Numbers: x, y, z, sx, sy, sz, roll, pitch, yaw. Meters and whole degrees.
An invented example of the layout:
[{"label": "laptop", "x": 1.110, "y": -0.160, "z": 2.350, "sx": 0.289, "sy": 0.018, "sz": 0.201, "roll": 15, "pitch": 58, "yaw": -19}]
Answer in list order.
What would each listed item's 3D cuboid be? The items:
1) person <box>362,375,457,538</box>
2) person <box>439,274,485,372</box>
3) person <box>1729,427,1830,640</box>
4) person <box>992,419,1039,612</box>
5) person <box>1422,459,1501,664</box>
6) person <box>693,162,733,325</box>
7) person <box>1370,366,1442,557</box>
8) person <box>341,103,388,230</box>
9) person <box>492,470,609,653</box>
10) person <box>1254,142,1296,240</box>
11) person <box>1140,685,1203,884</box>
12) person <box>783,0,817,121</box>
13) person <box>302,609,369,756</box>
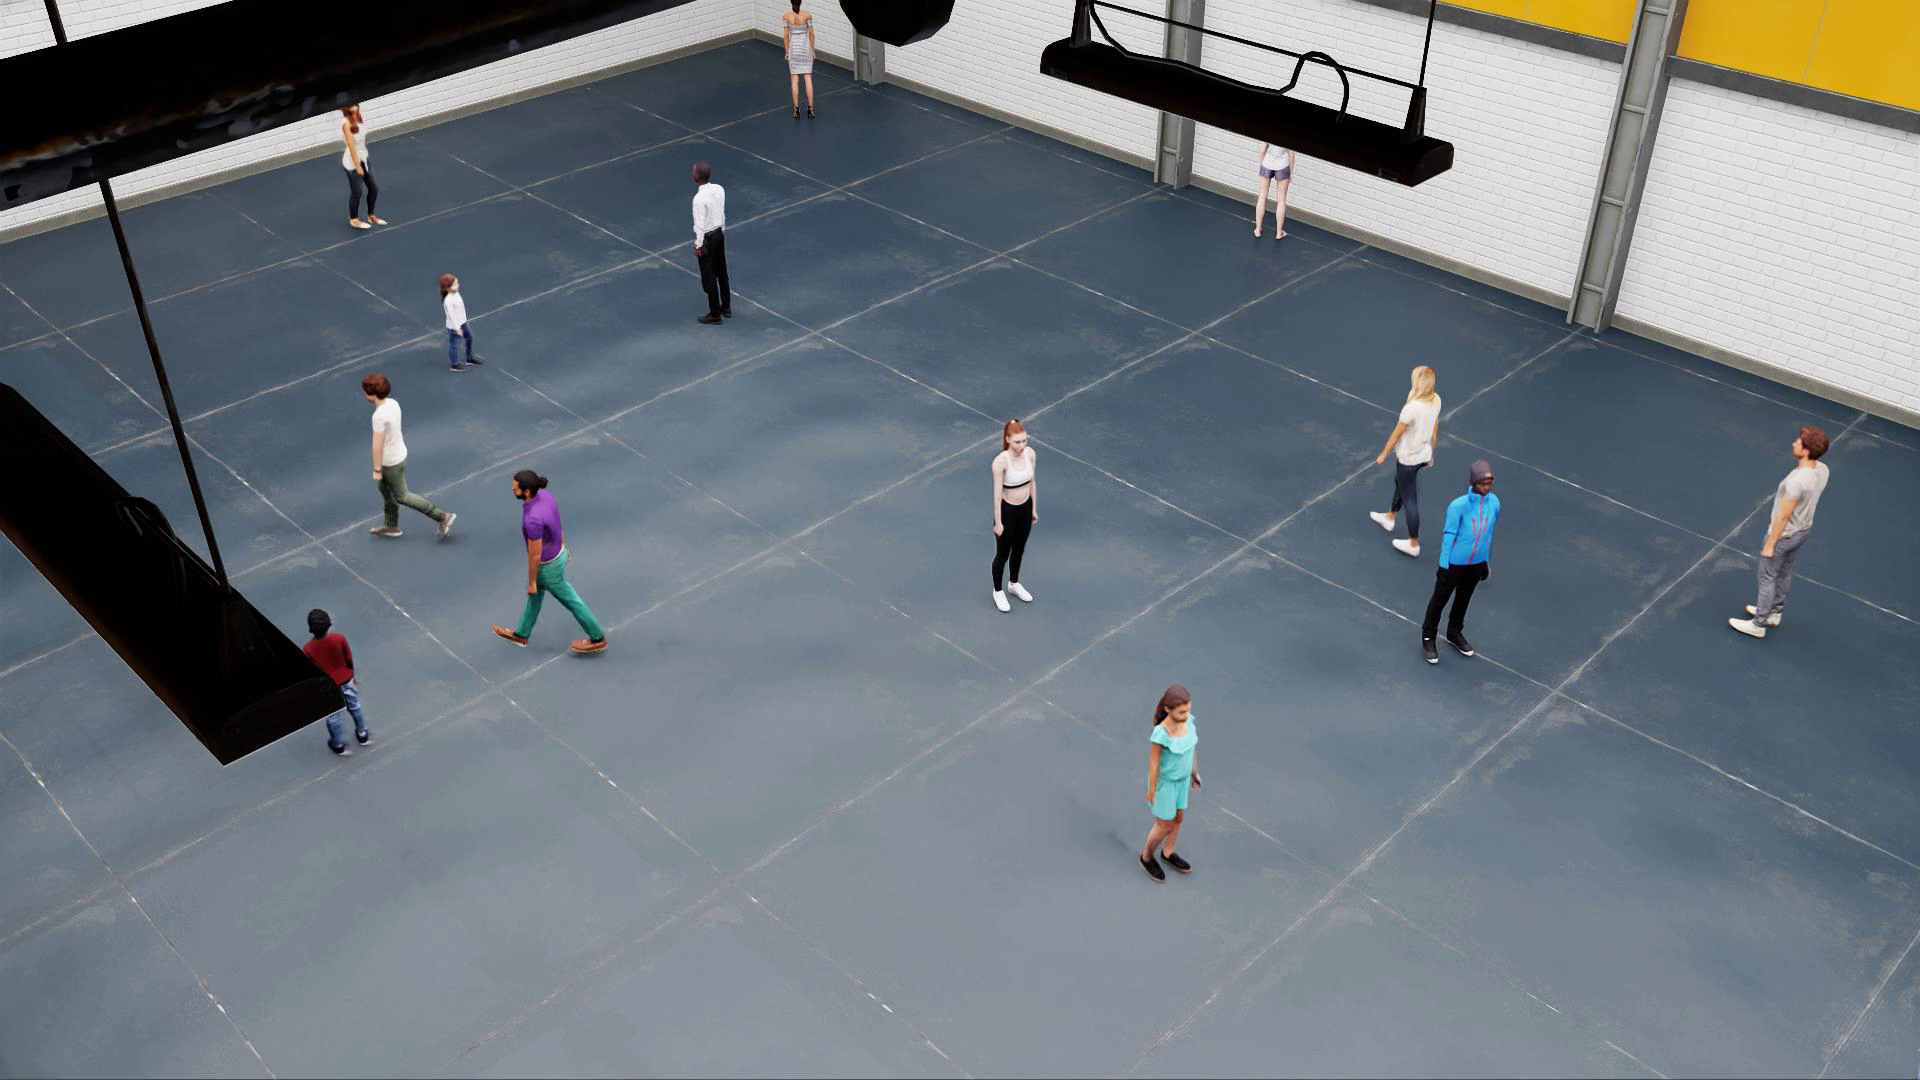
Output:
[{"label": "person", "x": -4.910, "y": -0.685, "z": 14.625, "sx": 1.057, "sy": 1.629, "sz": 1.036, "roll": -2, "pitch": 34, "yaw": -3}, {"label": "person", "x": -5.362, "y": -2.294, "z": 17.525, "sx": 0.639, "sy": 1.097, "sz": 0.574, "roll": 6, "pitch": 34, "yaw": 9}, {"label": "person", "x": 6.697, "y": -0.059, "z": 13.446, "sx": 0.669, "sy": 1.892, "sz": 0.564, "roll": -25, "pitch": 41, "yaw": -33}, {"label": "person", "x": 0.444, "y": -0.222, "z": 13.825, "sx": 0.618, "sy": 1.742, "sz": 0.553, "roll": -22, "pitch": 39, "yaw": -29}, {"label": "person", "x": 3.995, "y": 0.147, "z": 13.225, "sx": 0.694, "sy": 1.793, "sz": 0.697, "roll": -9, "pitch": 35, "yaw": -13}, {"label": "person", "x": -2.753, "y": -3.280, "z": 18.342, "sx": 0.632, "sy": 1.836, "sz": 0.701, "roll": 16, "pitch": 37, "yaw": 23}, {"label": "person", "x": 4.004, "y": -0.642, "z": 14.420, "sx": 0.612, "sy": 1.783, "sz": 0.885, "roll": -25, "pitch": 41, "yaw": -33}, {"label": "person", "x": -7.496, "y": -4.654, "z": 20.488, "sx": 0.837, "sy": 1.749, "sz": 0.774, "roll": 1, "pitch": 34, "yaw": 2}, {"label": "person", "x": -3.159, "y": 0.207, "z": 13.206, "sx": 1.158, "sy": 1.714, "sz": 1.164, "roll": -2, "pitch": 34, "yaw": -4}, {"label": "person", "x": 3.849, "y": -4.550, "z": 20.316, "sx": 0.618, "sy": 1.766, "sz": 0.724, "roll": 11, "pitch": 35, "yaw": 16}, {"label": "person", "x": 1.397, "y": 1.595, "z": 11.259, "sx": 0.577, "sy": 1.558, "sz": 0.541, "roll": 29, "pitch": 43, "yaw": 36}, {"label": "person", "x": -2.299, "y": -6.965, "z": 23.899, "sx": 0.677, "sy": 1.822, "sz": 0.734, "roll": 0, "pitch": 34, "yaw": -1}, {"label": "person", "x": -4.659, "y": 1.044, "z": 12.362, "sx": 0.496, "sy": 1.254, "sz": 0.487, "roll": -26, "pitch": 42, "yaw": -34}]
